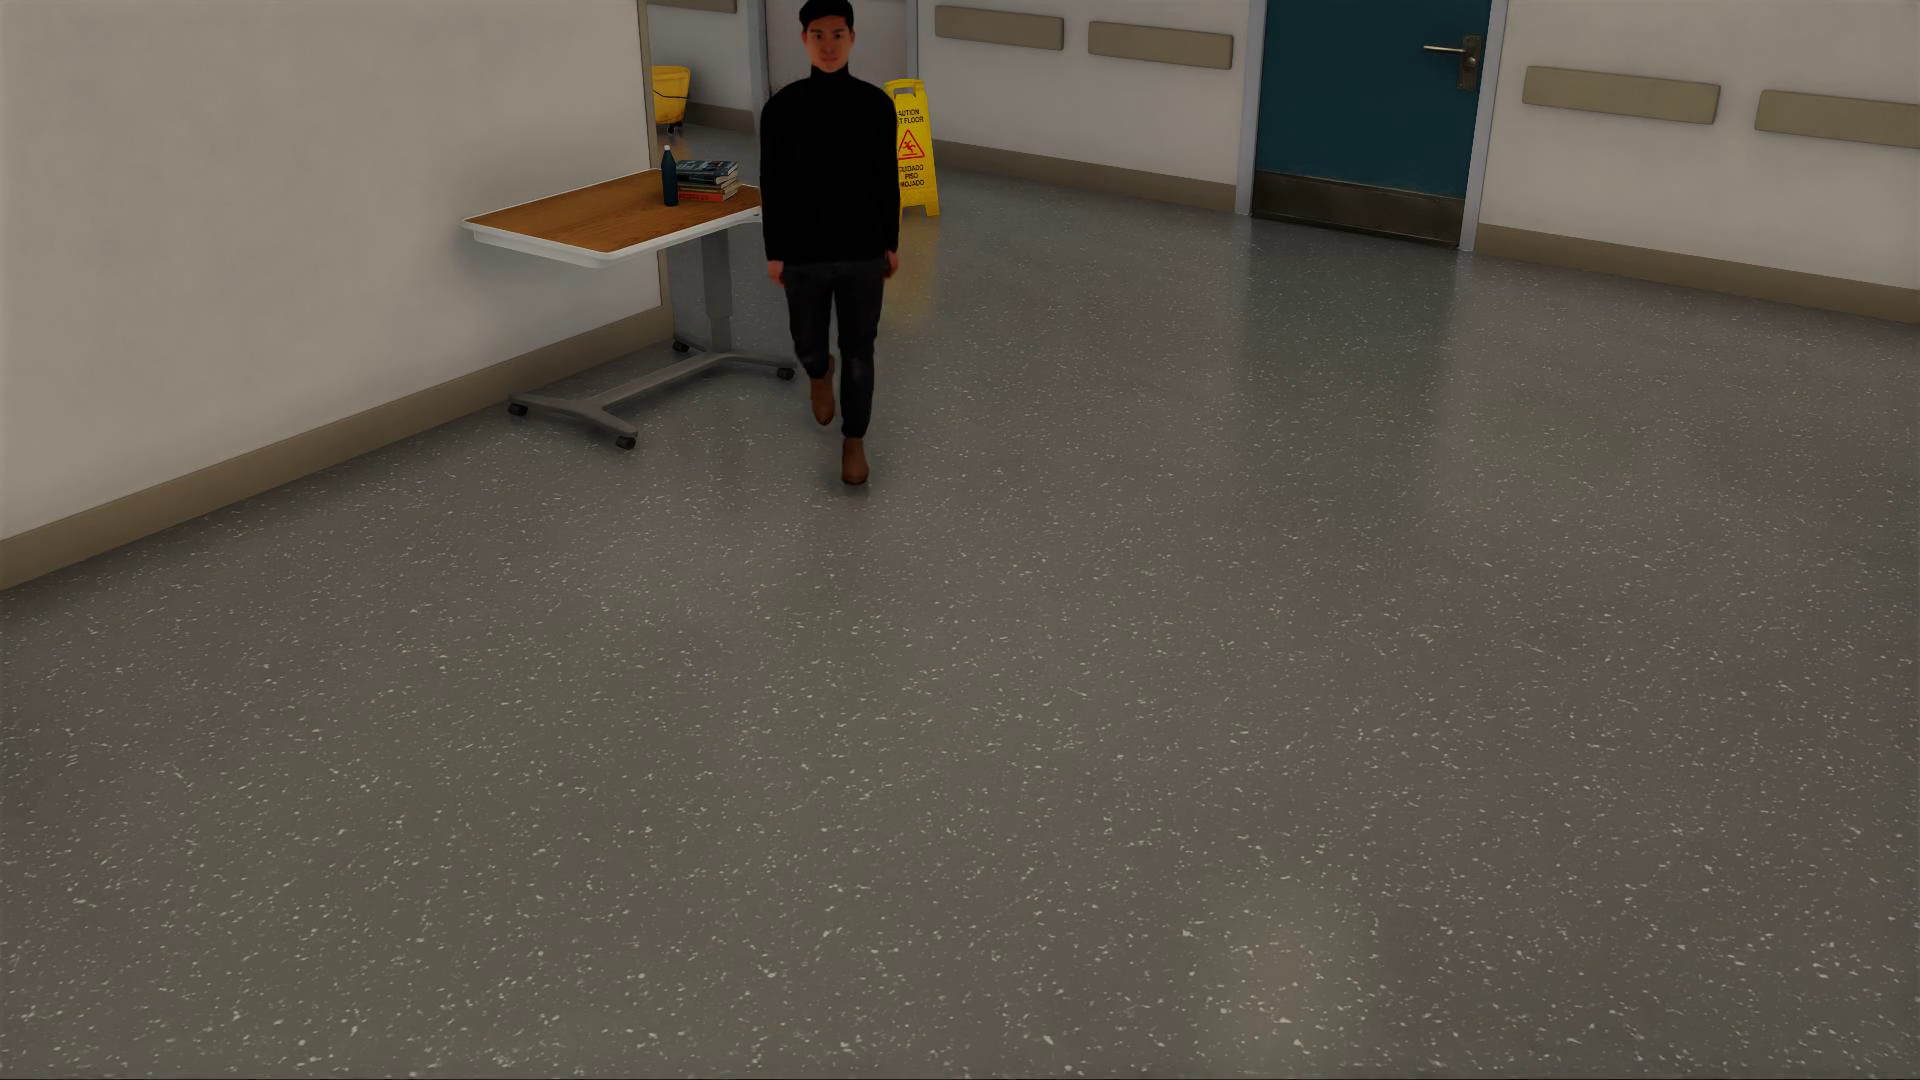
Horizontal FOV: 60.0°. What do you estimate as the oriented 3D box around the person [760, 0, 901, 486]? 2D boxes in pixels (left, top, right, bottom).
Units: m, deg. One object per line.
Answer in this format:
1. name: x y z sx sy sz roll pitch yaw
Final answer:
1. person: -0.466 -1.100 6.036 1.033 1.708 1.045 -1 26 -2
